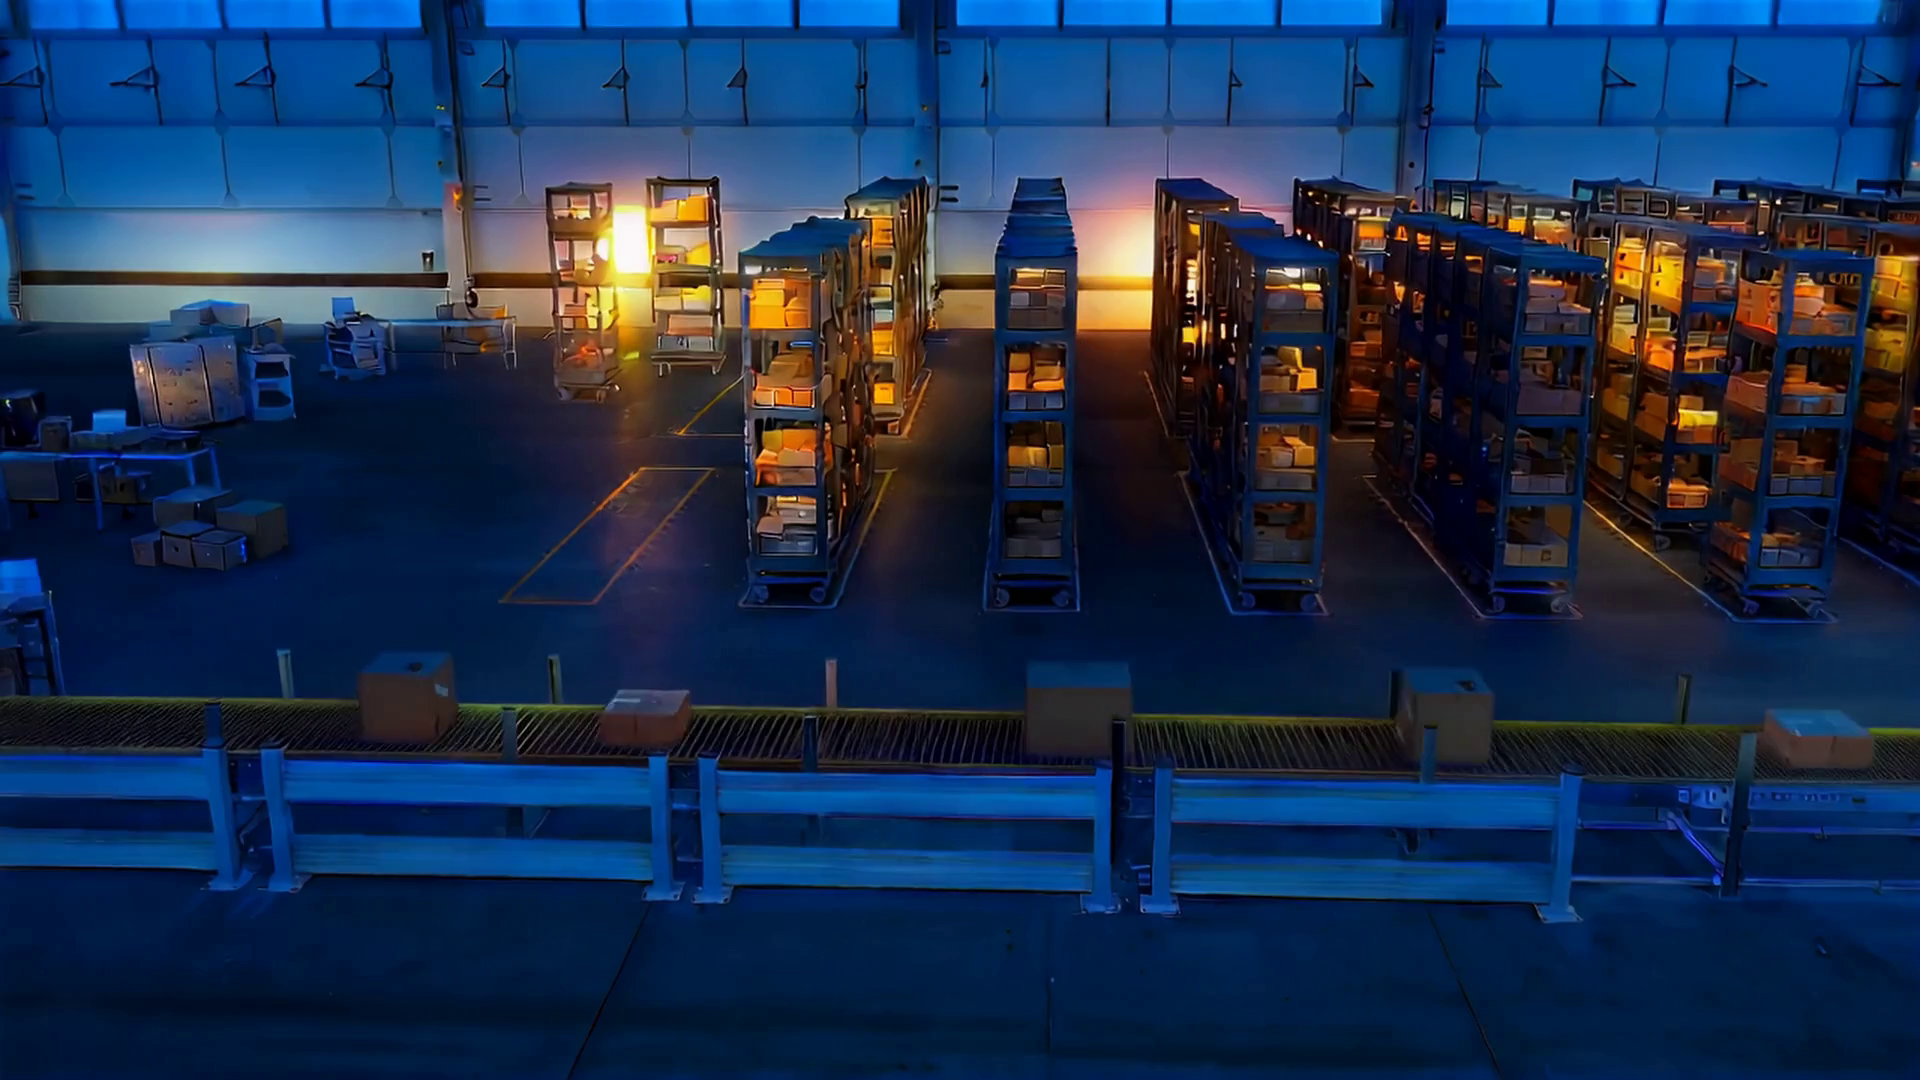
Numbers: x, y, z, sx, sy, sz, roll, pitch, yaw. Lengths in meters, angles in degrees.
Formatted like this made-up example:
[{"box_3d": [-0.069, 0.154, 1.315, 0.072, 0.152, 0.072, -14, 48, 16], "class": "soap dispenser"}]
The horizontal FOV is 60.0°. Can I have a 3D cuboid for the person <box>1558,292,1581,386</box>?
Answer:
[{"box_3d": [9.927, -3.081, 27.194, 0.376, 1.997, 0.612, -3, 15, -11], "class": "person"}]
